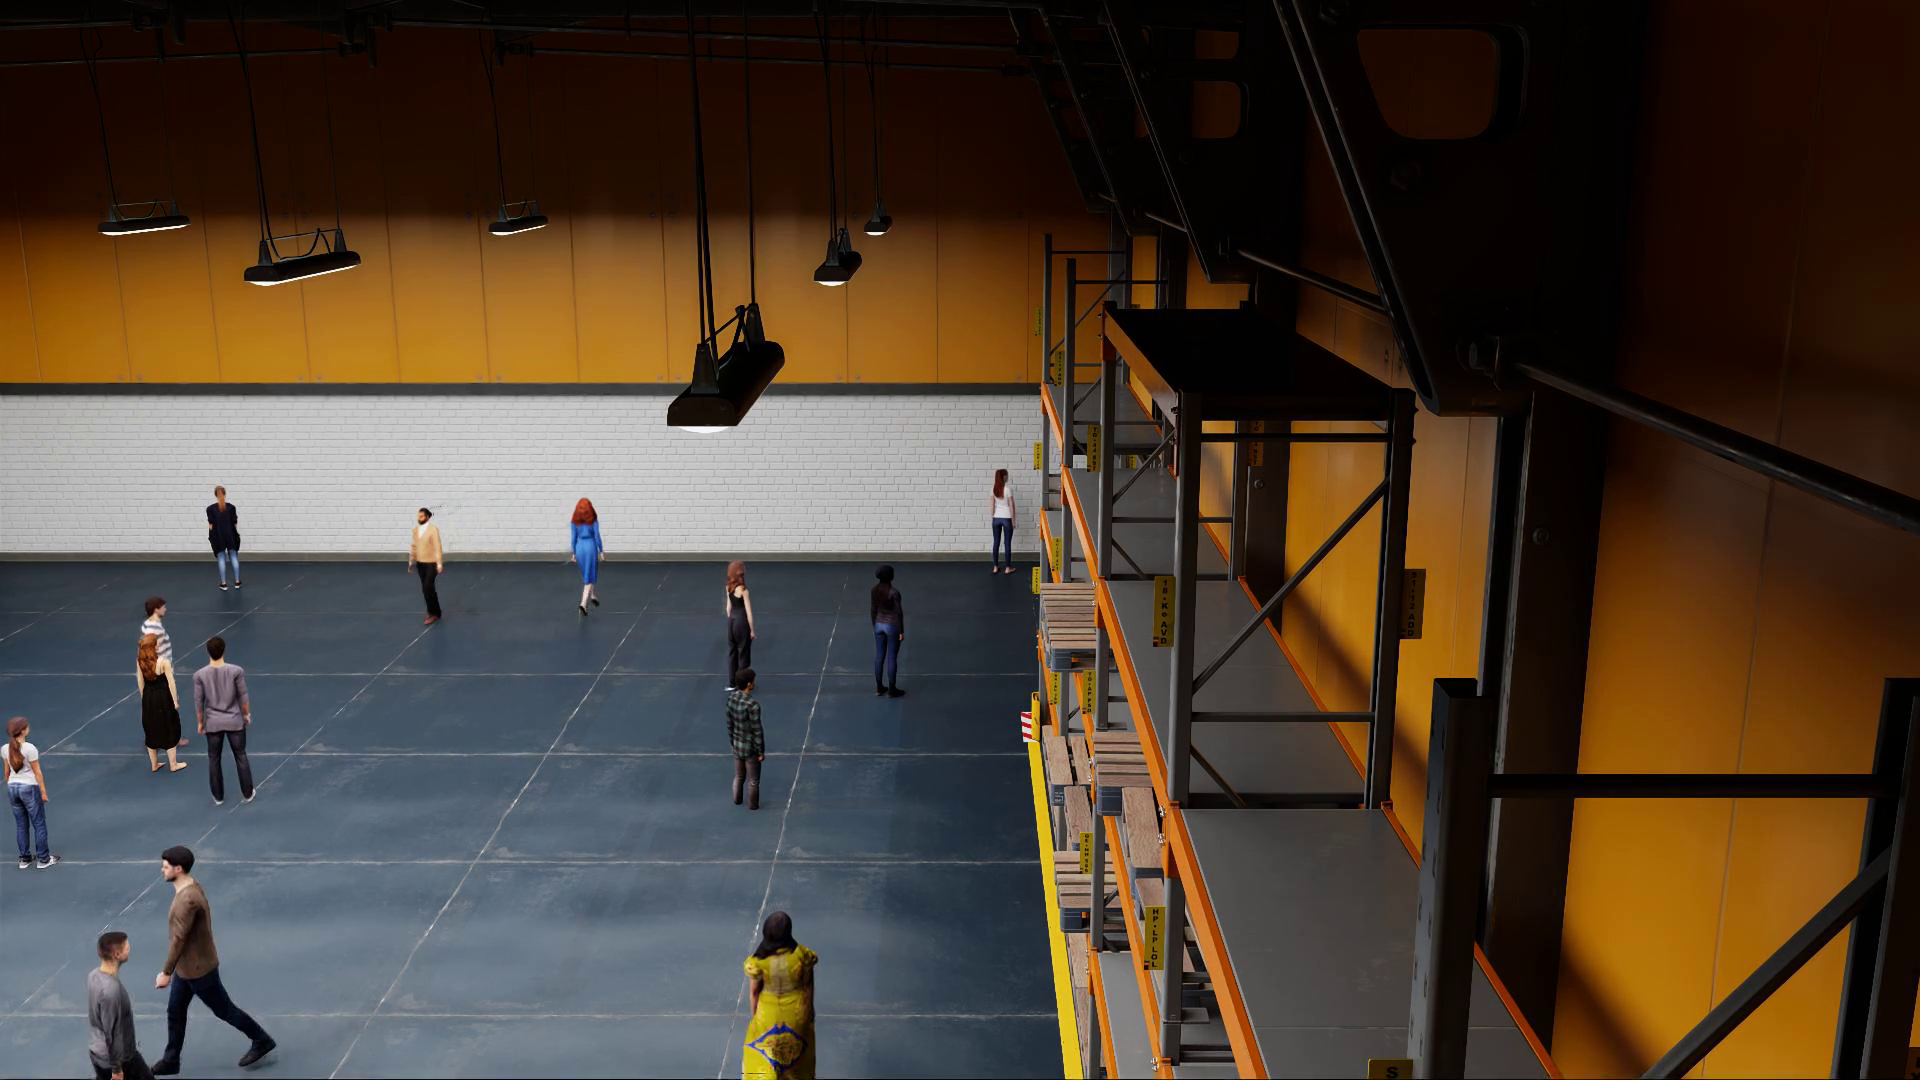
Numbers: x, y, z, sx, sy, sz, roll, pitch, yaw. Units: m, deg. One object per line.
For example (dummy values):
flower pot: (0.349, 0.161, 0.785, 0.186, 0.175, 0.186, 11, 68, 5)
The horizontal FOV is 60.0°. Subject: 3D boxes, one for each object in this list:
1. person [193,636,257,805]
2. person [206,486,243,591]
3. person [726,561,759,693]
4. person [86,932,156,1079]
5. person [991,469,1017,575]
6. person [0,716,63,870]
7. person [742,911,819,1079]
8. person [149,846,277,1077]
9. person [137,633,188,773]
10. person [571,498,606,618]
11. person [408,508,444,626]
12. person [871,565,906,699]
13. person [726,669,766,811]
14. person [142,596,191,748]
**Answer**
person: (-7.974, 1.949, 18.011, 0.740, 1.847, 0.665, -4, 14, -18)
person: (-11.762, -0.047, 26.600, 0.714, 1.683, 0.716, -7, 15, -27)
person: (-2.888, 1.119, 21.651, 0.660, 1.747, 0.699, 10, 17, 37)
person: (-5.921, 3.581, 11.487, 0.836, 1.745, 0.902, 12, 18, 40)
person: (0.701, -0.312, 27.582, 0.641, 1.737, 0.645, 6, 15, 24)
person: (-9.235, 2.478, 16.433, 0.561, 1.561, 0.546, 1, 14, 5)
person: (-1.284, 3.498, 12.048, 0.911, 1.643, 1.141, -3, 14, -11)
person: (-5.735, 3.232, 12.719, 1.122, 1.844, 1.225, -8, 16, -30)
person: (-9.133, 1.842, 18.923, 0.584, 1.624, 0.583, 1, 14, 5)
person: (-5.616, 0.302, 24.942, 0.799, 1.786, 1.154, 4, 14, 14)
person: (-7.881, 0.355, 24.827, 0.829, 1.737, 0.889, 9, 16, 31)
person: (-0.943, 1.165, 21.462, 0.718, 1.746, 0.743, 9, 16, 33)
person: (-2.316, 2.205, 17.955, 0.739, 1.715, 0.751, 11, 18, 39)
person: (-9.432, 1.571, 19.577, 0.868, 1.844, 0.798, -10, 17, -36)
